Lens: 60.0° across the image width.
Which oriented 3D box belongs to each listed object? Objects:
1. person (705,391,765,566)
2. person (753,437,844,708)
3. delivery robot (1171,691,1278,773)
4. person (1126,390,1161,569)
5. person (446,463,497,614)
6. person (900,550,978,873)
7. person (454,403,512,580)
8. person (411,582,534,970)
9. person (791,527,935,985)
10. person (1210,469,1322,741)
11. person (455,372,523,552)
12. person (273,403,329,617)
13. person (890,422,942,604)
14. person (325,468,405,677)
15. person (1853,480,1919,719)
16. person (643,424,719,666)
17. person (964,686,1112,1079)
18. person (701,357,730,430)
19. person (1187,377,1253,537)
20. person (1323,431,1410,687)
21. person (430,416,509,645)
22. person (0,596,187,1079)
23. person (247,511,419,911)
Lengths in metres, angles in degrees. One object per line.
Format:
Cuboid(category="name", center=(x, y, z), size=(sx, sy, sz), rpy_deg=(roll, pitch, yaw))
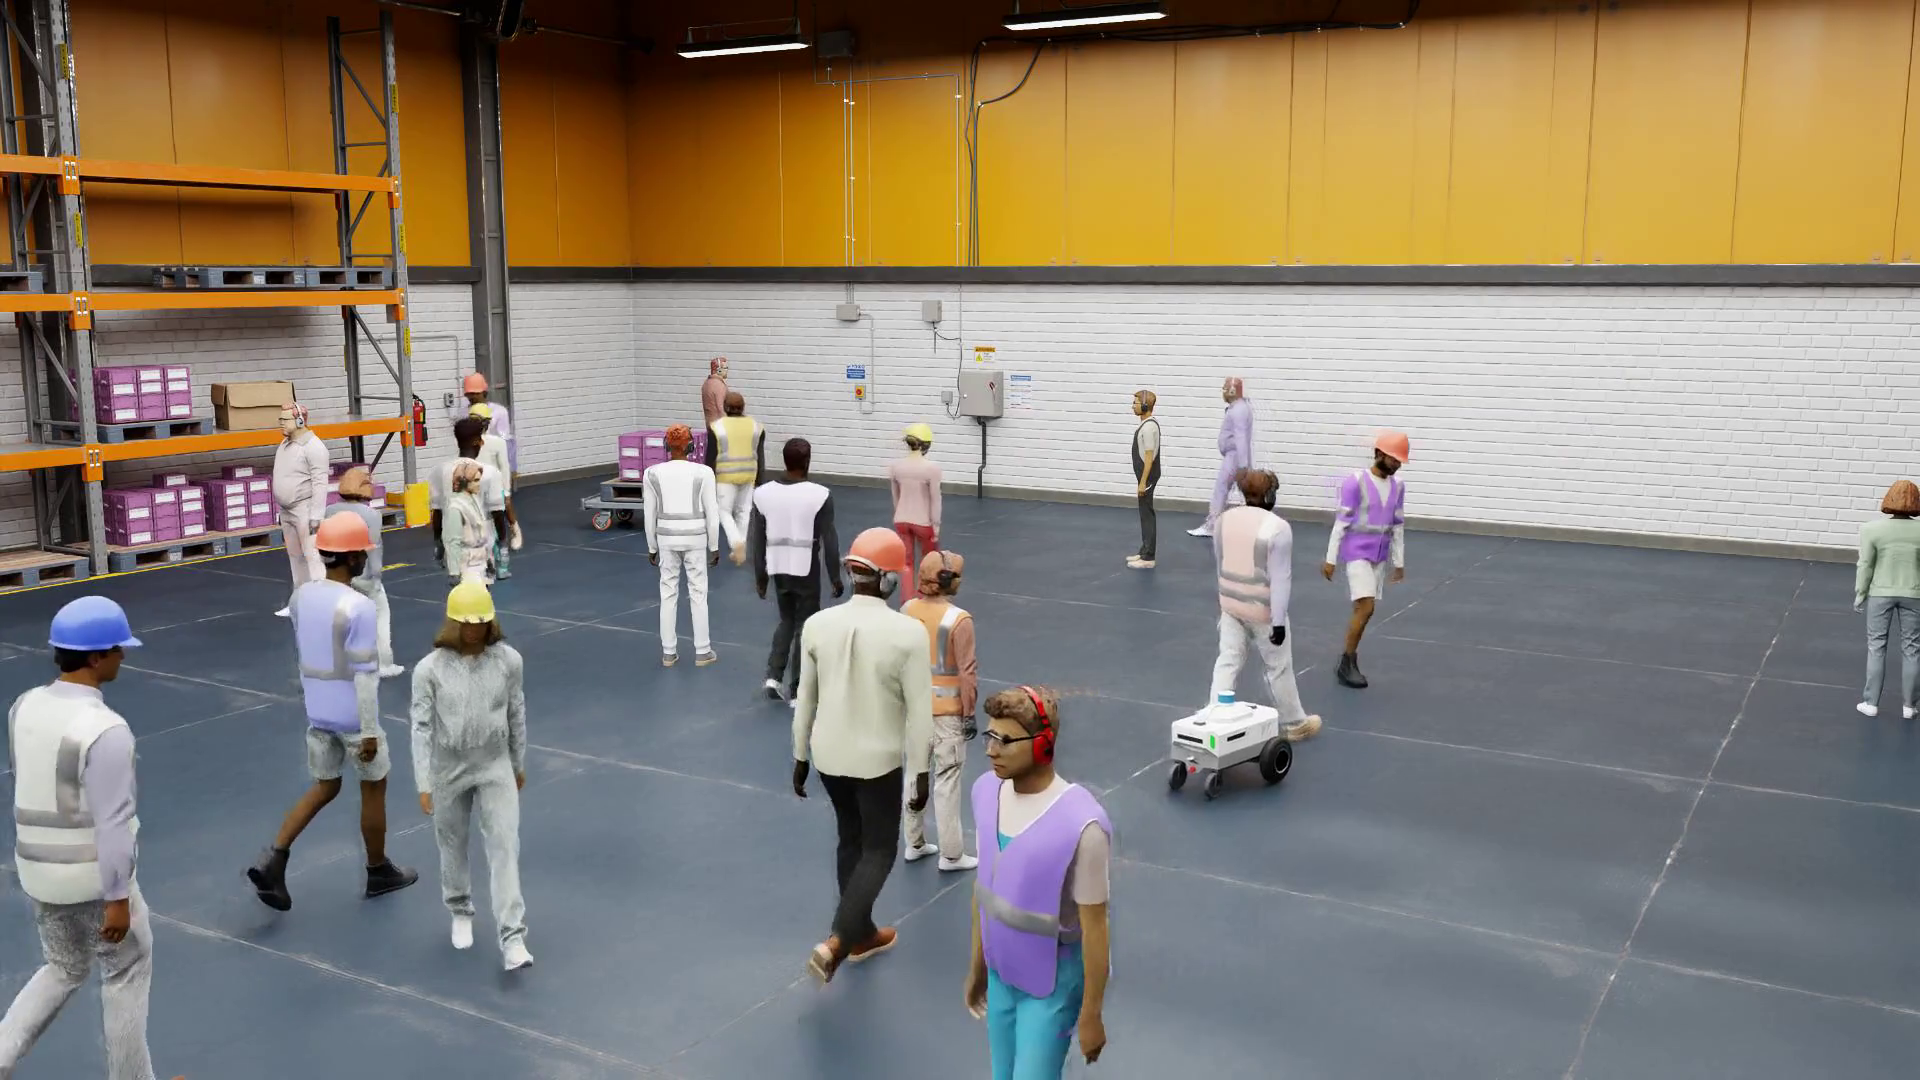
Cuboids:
Cuboid(category="person", center=(-2.316, -0.630, 17.232), size=(0.643, 1.821, 0.771), rpy_deg=(-4, 10, -25))
Cuboid(category="person", center=(-1.136, 0.232, 11.608), size=(0.594, 1.899, 0.444), rpy_deg=(4, 10, 25))
Cuboid(category="delivery robot", center=(1.570, 1.138, 9.851), size=(0.477, 0.478, 0.707), rpy_deg=(9, 13, 44))
Cuboid(category="person", center=(1.897, -0.627, 17.144), size=(0.345, 1.846, 0.508), rpy_deg=(1, 9, 5))
Cuboid(category="person", center=(-3.638, 0.230, 12.482), size=(0.446, 1.626, 0.525), rpy_deg=(0, 9, -3))
Cuboid(category="person", center=(-0.113, 0.867, 8.465), size=(0.517, 1.636, 0.313), rpy_deg=(9, 13, 44))
Cuboid(category="person", center=(-4.701, -0.469, 16.426), size=(0.523, 1.762, 0.328), rpy_deg=(-1, 9, -7))
Cuboid(category="person", center=(-2.104, 1.033, 7.231), size=(0.510, 1.697, 0.908), rpy_deg=(-5, 10, -27))
Cuboid(category="person", center=(-0.446, 0.937, 7.043), size=(0.671, 1.959, 0.777), rpy_deg=(4, 10, 25))
Cuboid(category="person", center=(1.939, 0.438, 10.655), size=(0.873, 1.798, 0.651), rpy_deg=(-7, 12, -38))
Cuboid(category="person", center=(-5.025, -0.800, 17.794), size=(0.665, 2.014, 0.851), rpy_deg=(1, 9, 9))
Cuboid(category="person", center=(-5.794, -0.247, 14.579), size=(0.642, 1.909, 0.410), rpy_deg=(7, 11, 37))
Cuboid(category="person", center=(-0.374, -0.144, 14.448), size=(0.523, 1.749, 0.386), rpy_deg=(4, 10, 24))
Cuboid(category="person", center=(-4.430, 0.265, 12.329), size=(0.508, 1.606, 0.701), rpy_deg=(2, 9, 12))
Cuboid(category="person", center=(6.384, 0.404, 11.362), size=(0.501, 1.633, 0.284), rpy_deg=(3, 10, 19))
Cuboid(category="person", center=(-2.141, 0.043, 12.845), size=(0.575, 1.882, 0.355), rpy_deg=(0, 9, 1))
Cuboid(category="person", center=(0.249, 1.324, 5.004), size=(0.464, 1.834, 0.562), rpy_deg=(-6, 11, -31))
Cuboid(category="person", center=(-3.229, -1.503, 22.417), size=(0.409, 1.907, 0.651), rpy_deg=(-5, 10, -28))
Cuboid(category="person", center=(3.182, -0.937, 19.082), size=(1.004, 1.859, 0.662), rpy_deg=(3, 9, 15))
Cuboid(category="person", center=(3.003, 0.142, 12.196), size=(0.633, 1.889, 0.577), rpy_deg=(-5, 10, -29))
Cuboid(category="person", center=(-3.835, 0.009, 12.916), size=(0.608, 1.938, 0.910), rpy_deg=(3, 9, 15))
Cuboid(category="person", center=(-3.113, 1.160, 5.756), size=(0.626, 1.923, 0.671), rpy_deg=(5, 10, 29))
Cuboid(category="person", center=(-2.990, 0.825, 7.876), size=(0.549, 1.919, 0.771), rpy_deg=(5, 11, 30))
